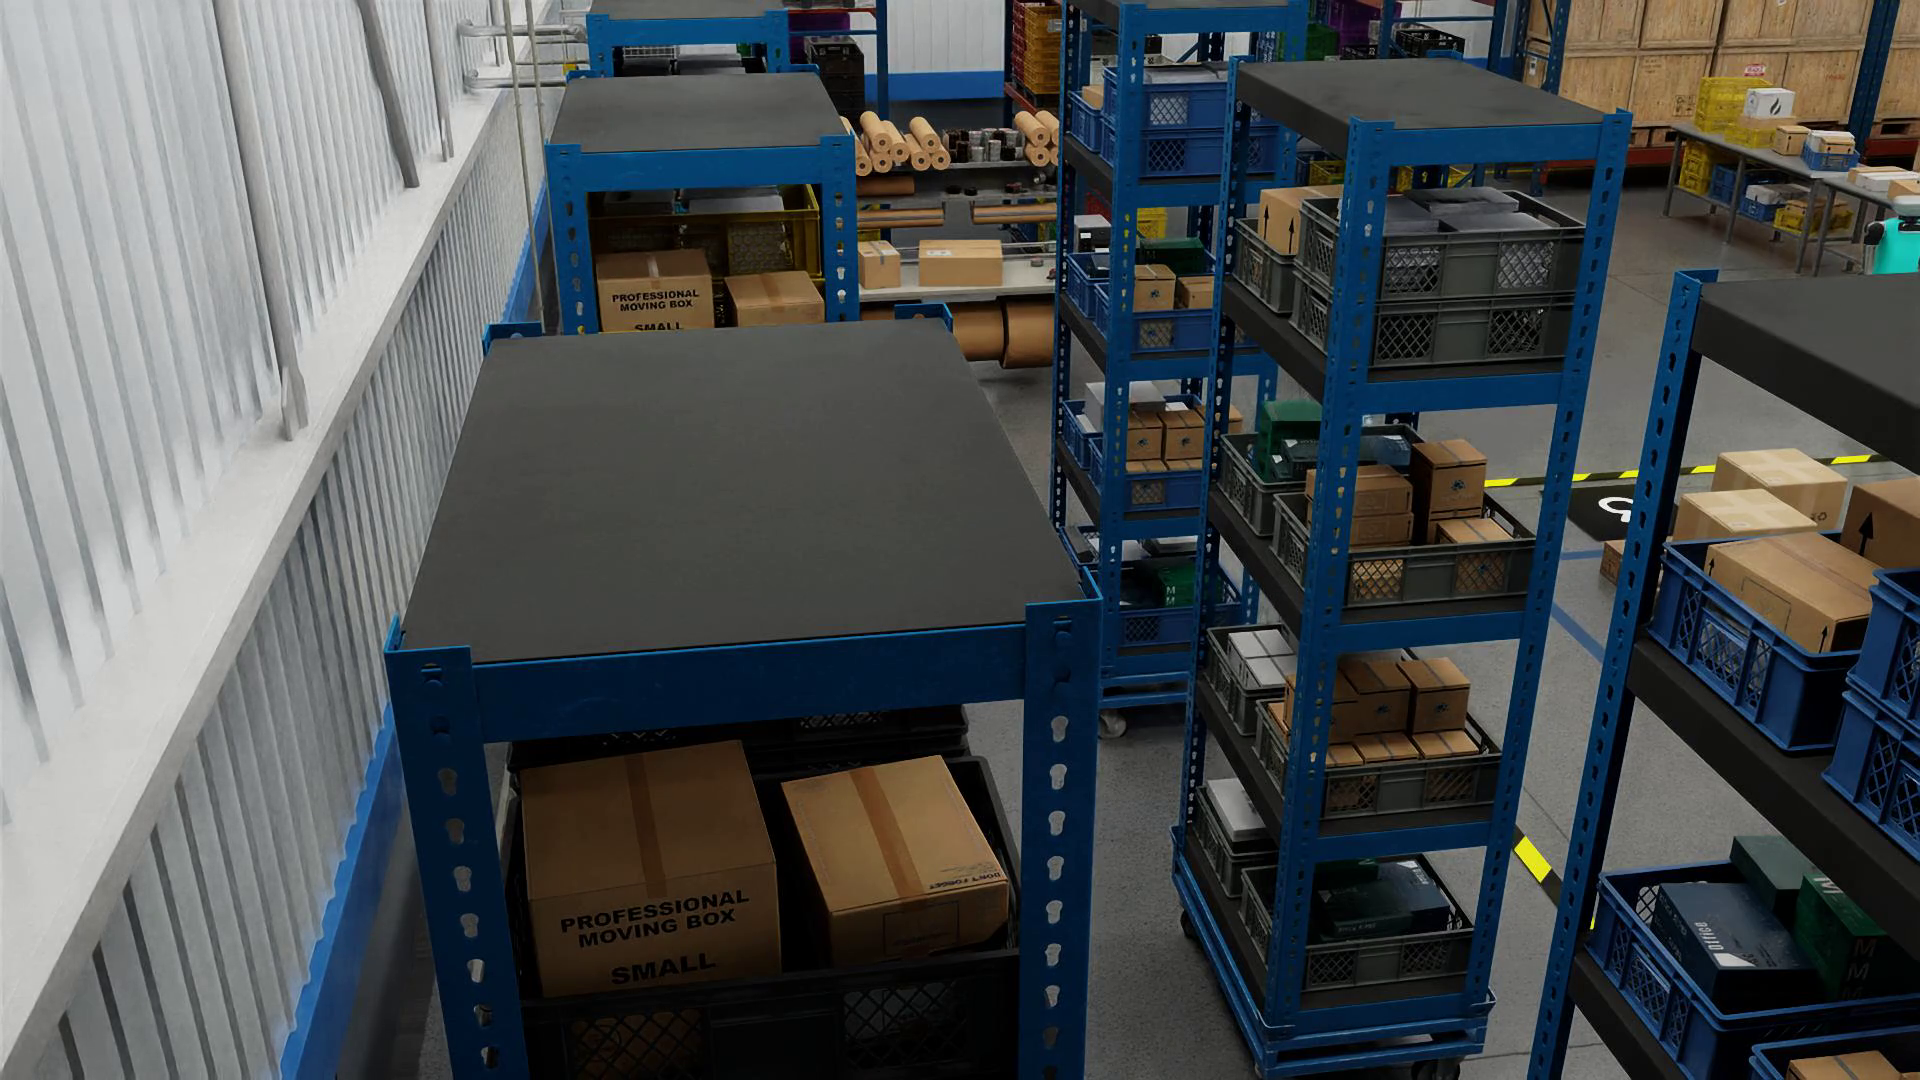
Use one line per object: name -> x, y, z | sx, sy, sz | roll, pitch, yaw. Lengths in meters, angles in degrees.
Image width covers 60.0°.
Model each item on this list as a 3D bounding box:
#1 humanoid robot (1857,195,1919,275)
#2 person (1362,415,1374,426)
humanoid robot -> 6.652, -1.544, 11.736 | 0.533, 1.677, 0.735 | 0, 25, 0
person -> 1.862, 0.162, 8.098 | 0.607, 1.814, 0.876 | -2, 25, -5
